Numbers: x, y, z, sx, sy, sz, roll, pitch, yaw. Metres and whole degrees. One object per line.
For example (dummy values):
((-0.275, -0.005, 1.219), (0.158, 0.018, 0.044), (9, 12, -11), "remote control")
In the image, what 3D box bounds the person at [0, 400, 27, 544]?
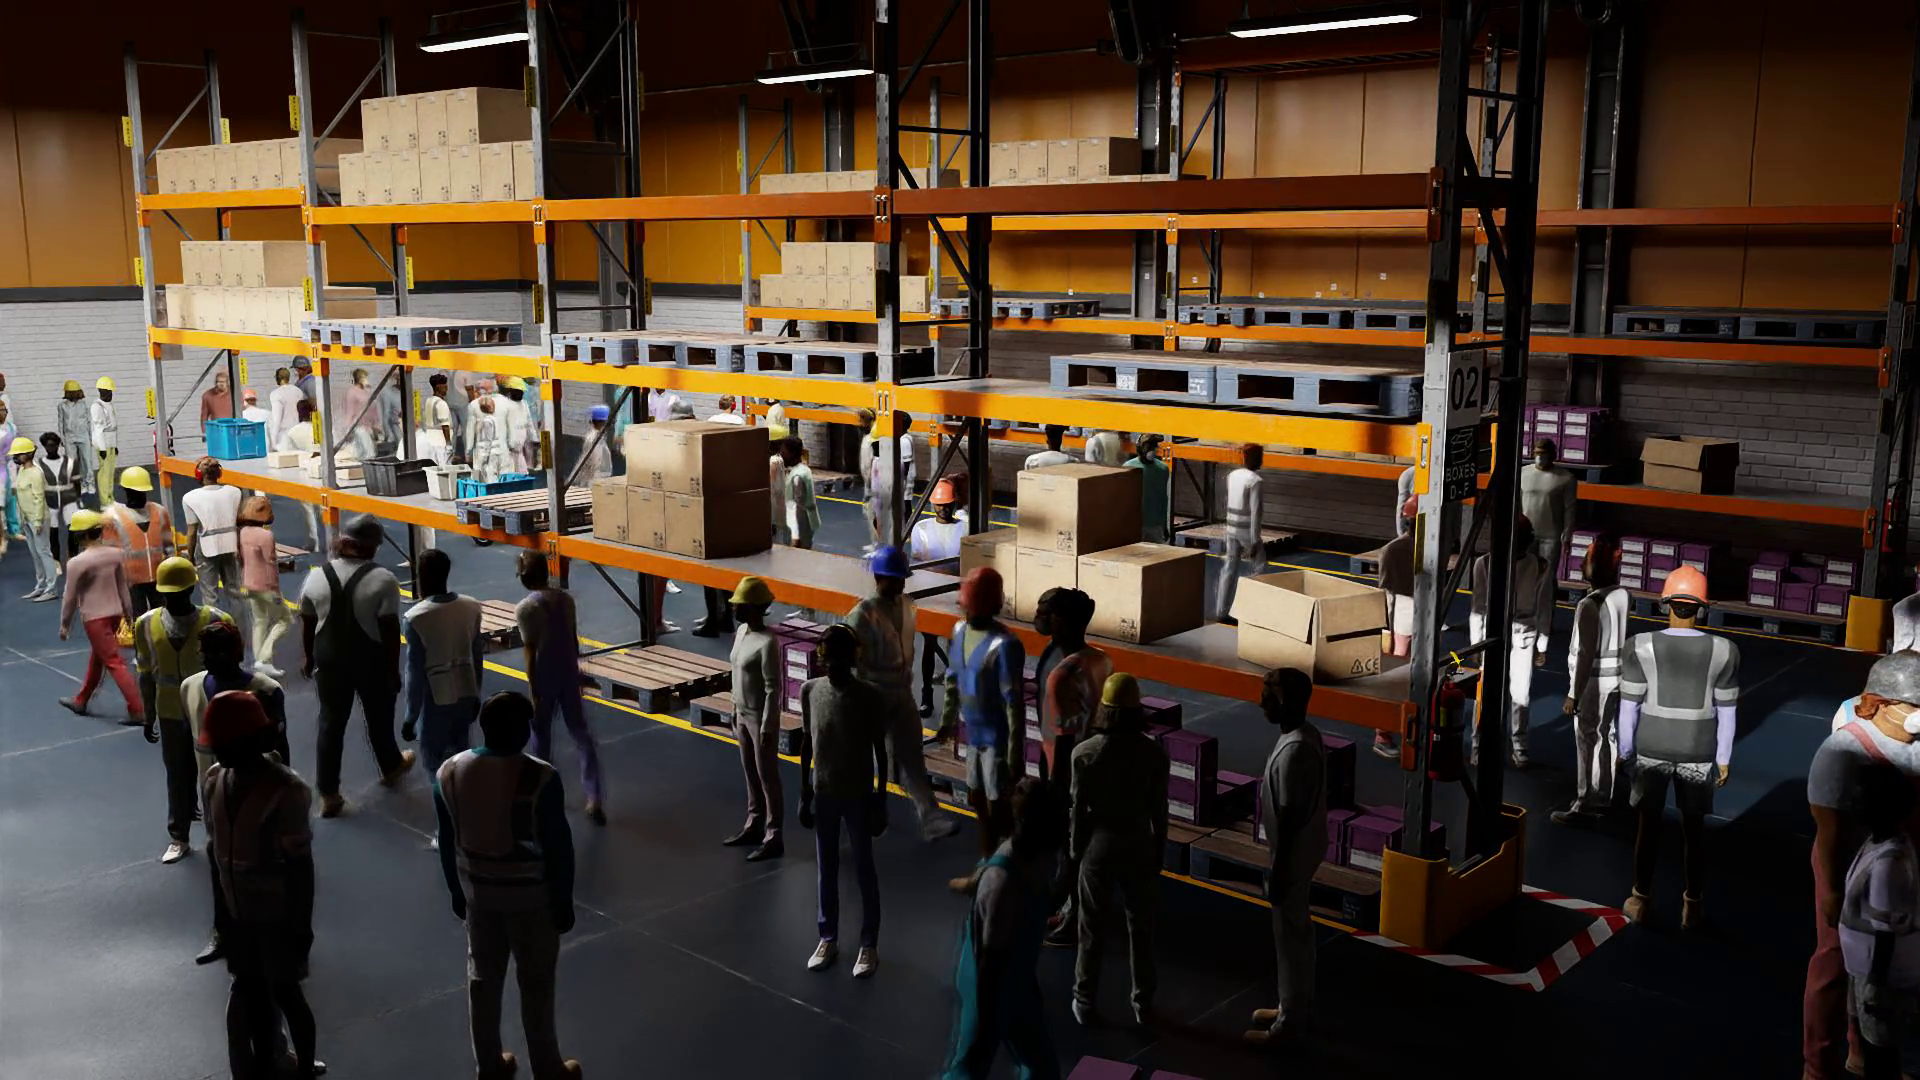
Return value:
((-12.168, -0.868, 21.151), (0.345, 1.847, 0.504), (4, 11, 23), "person")

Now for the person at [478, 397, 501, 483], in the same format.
((-6.705, -1.219, 23.720), (0.307, 1.641, 0.513), (-2, 10, -10), "person")

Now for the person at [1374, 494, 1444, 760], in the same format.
((3.342, 0.631, 12.289), (0.621, 1.986, 0.409), (-6, 11, -29), "person")

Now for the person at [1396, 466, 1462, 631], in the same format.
((4.613, -0.050, 16.342), (0.648, 1.913, 0.409), (0, 10, 0), "person")

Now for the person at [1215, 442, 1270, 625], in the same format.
((2.935, -0.065, 16.603), (0.932, 1.843, 0.589), (-6, 12, -29), "person")

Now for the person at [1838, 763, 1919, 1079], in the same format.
((3.766, 1.746, 6.818), (0.321, 1.689, 0.539), (5, 11, 26), "person")

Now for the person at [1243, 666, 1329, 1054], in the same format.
((1.555, 1.492, 7.833), (0.341, 1.840, 0.504), (3, 11, 19), "person")

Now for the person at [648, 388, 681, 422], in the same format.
((-4.425, -1.546, 24.690), (0.618, 1.945, 0.395), (1, 10, 7), "person")

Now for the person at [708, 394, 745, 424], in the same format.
((-3.082, -1.014, 22.014), (0.560, 1.836, 0.394), (5, 11, 25), "person")

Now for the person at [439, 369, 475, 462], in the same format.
((-8.765, -2.390, 29.202), (0.688, 2.000, 0.536), (3, 11, 19), "person")

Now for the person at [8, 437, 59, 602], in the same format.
((-9.887, -0.218, 17.718), (0.525, 1.762, 0.339), (9, 14, 42), "person")

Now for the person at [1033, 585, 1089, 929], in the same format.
((0.575, 1.202, 9.184), (0.353, 1.937, 0.635), (-1, 10, -8), "person")

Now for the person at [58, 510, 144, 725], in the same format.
((-6.851, 0.611, 13.160), (0.955, 1.707, 0.538), (2, 10, 14), "person")

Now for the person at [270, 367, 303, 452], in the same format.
((-10.288, -1.669, 25.418), (0.372, 1.940, 0.630), (3, 10, 16), "person")

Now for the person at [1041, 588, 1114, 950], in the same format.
((0.620, 1.227, 8.964), (0.370, 1.966, 0.608), (5, 11, 27), "person")

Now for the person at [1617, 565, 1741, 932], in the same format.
((3.943, 1.149, 9.188), (0.606, 2.044, 0.373), (3, 10, 17), "person")

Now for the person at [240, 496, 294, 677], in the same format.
((-6.050, 0.417, 14.494), (0.517, 1.620, 0.338), (8, 13, 37), "person")

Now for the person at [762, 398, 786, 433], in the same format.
((-2.739, -1.397, 24.455), (0.351, 1.738, 0.568), (1, 10, 6), "person")

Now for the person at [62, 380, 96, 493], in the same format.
((-13.547, -1.591, 25.547), (0.488, 1.737, 0.325), (9, 14, 42), "person")

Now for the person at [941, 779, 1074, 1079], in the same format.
((0.168, 1.775, 6.399), (0.835, 1.792, 0.550), (3, 10, 15), "person")

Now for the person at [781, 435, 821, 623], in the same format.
((-1.592, -0.100, 16.654), (0.400, 1.907, 0.597), (-1, 10, -4), "person")

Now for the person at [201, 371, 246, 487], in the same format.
((-11.506, -1.739, 26.074), (0.670, 1.855, 0.971), (-2, 10, -9), "person")

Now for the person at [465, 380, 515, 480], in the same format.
((-6.754, -1.362, 23.883), (0.716, 1.867, 0.650), (-6, 12, -30), "person")

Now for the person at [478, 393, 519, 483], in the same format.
((-6.711, -1.330, 24.179), (0.594, 1.697, 0.375), (-6, 12, -30), "person")

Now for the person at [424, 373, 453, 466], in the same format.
((-7.440, -1.402, 23.829), (0.367, 1.966, 0.607), (-9, 14, -42), "person")

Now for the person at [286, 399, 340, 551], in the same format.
((-8.010, -0.791, 20.570), (0.469, 1.901, 0.598), (7, 12, 34), "person")

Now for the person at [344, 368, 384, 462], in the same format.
((-9.110, -1.692, 25.650), (0.867, 1.909, 0.634), (1, 10, 6), "person")

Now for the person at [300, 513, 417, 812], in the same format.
((-4.126, 0.769, 11.343), (0.805, 2.000, 1.022), (1, 10, 7), "person")

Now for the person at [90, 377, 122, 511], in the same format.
((-12.185, -1.372, 23.783), (0.383, 1.923, 0.588), (-2, 10, -9), "person")

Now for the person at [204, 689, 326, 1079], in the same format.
((-3.100, 1.564, 7.364), (0.328, 1.862, 0.509), (2, 10, 9), "person")

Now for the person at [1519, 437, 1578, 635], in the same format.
((5.668, -0.044, 16.228), (0.628, 1.939, 0.374), (6, 12, 31), "person")

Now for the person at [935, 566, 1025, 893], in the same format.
((0.134, 1.109, 9.507), (0.478, 2.023, 0.794), (-5, 11, -27), "person")

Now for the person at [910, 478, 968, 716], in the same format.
((-0.127, 0.462, 13.373), (0.547, 1.938, 0.359), (0, 10, -1), "person")

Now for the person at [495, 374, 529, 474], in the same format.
((-7.198, -1.918, 26.725), (0.629, 1.969, 0.515), (2, 10, 11), "person")

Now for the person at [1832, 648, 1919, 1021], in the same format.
((4.578, 1.430, 8.166), (0.624, 1.845, 0.430), (5, 11, 28), "person")
